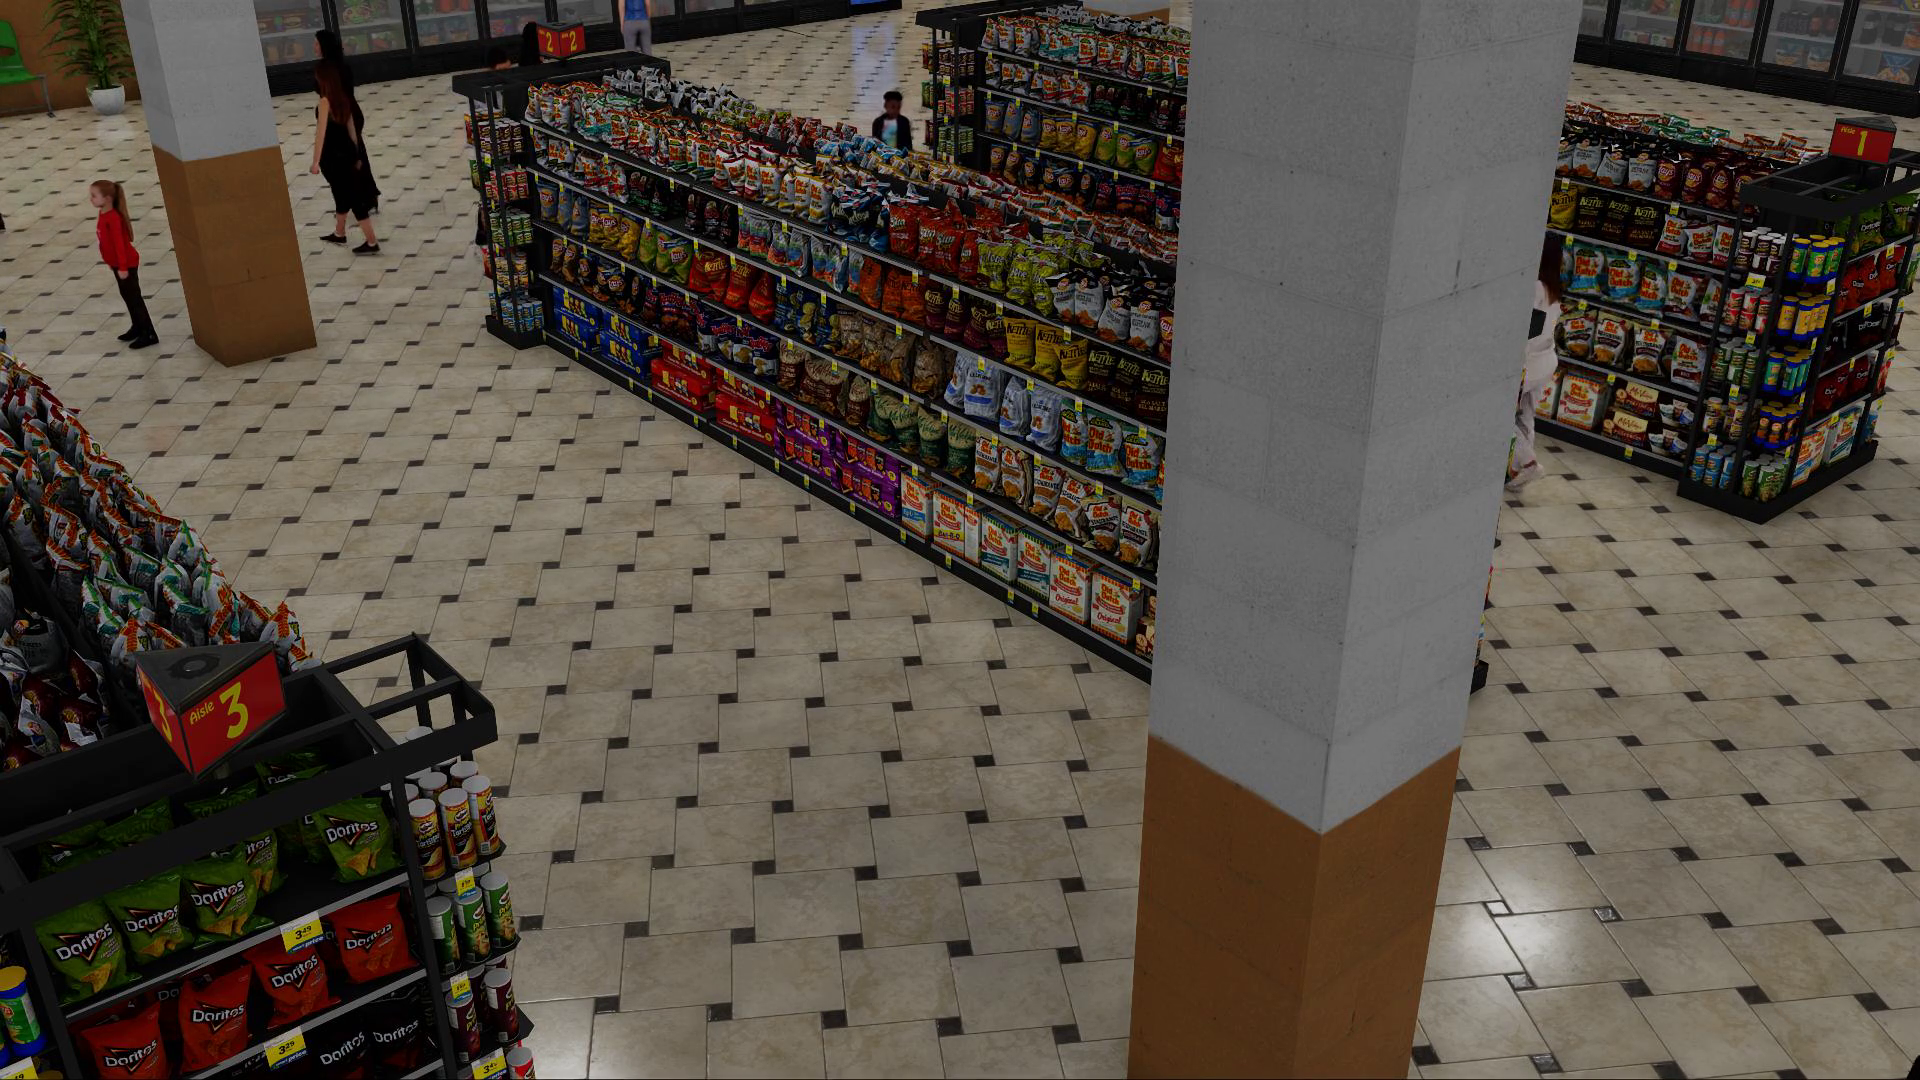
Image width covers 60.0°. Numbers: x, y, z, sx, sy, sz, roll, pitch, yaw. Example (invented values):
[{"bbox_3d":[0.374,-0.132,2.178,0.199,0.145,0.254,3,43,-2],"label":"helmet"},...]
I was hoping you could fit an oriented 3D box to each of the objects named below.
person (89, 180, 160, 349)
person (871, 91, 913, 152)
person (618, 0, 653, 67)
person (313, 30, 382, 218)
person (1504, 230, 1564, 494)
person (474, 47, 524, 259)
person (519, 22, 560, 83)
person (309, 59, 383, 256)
[{"bbox_3d":[-6.397,-2.117,12.699,0.545,1.281,0.420,-23,35,-37],"label":"person"},{"bbox_3d":[-0.627,-3.612,15.675,0.644,1.257,0.714,6,27,11],"label":"person"},{"bbox_3d":[-4.073,-6.465,20.911,0.617,1.609,0.615,-13,30,-23],"label":"person"},{"bbox_3d":[-5.755,-3.933,15.770,0.903,1.744,0.843,-3,27,-6],"label":"person"},{"bbox_3d":[3.528,-1.044,10.142,0.700,1.681,0.668,20,33,35],"label":"person"},{"bbox_3d":[-4.008,-3.272,14.305,1.195,1.889,1.139,-1,27,-2],"label":"person"},{"bbox_3d":[-4.336,-4.410,16.862,0.856,1.605,0.773,-2,27,-3],"label":"person"},{"bbox_3d":[-5.355,-3.339,14.640,0.973,1.706,0.898,3,27,6],"label":"person"}]
